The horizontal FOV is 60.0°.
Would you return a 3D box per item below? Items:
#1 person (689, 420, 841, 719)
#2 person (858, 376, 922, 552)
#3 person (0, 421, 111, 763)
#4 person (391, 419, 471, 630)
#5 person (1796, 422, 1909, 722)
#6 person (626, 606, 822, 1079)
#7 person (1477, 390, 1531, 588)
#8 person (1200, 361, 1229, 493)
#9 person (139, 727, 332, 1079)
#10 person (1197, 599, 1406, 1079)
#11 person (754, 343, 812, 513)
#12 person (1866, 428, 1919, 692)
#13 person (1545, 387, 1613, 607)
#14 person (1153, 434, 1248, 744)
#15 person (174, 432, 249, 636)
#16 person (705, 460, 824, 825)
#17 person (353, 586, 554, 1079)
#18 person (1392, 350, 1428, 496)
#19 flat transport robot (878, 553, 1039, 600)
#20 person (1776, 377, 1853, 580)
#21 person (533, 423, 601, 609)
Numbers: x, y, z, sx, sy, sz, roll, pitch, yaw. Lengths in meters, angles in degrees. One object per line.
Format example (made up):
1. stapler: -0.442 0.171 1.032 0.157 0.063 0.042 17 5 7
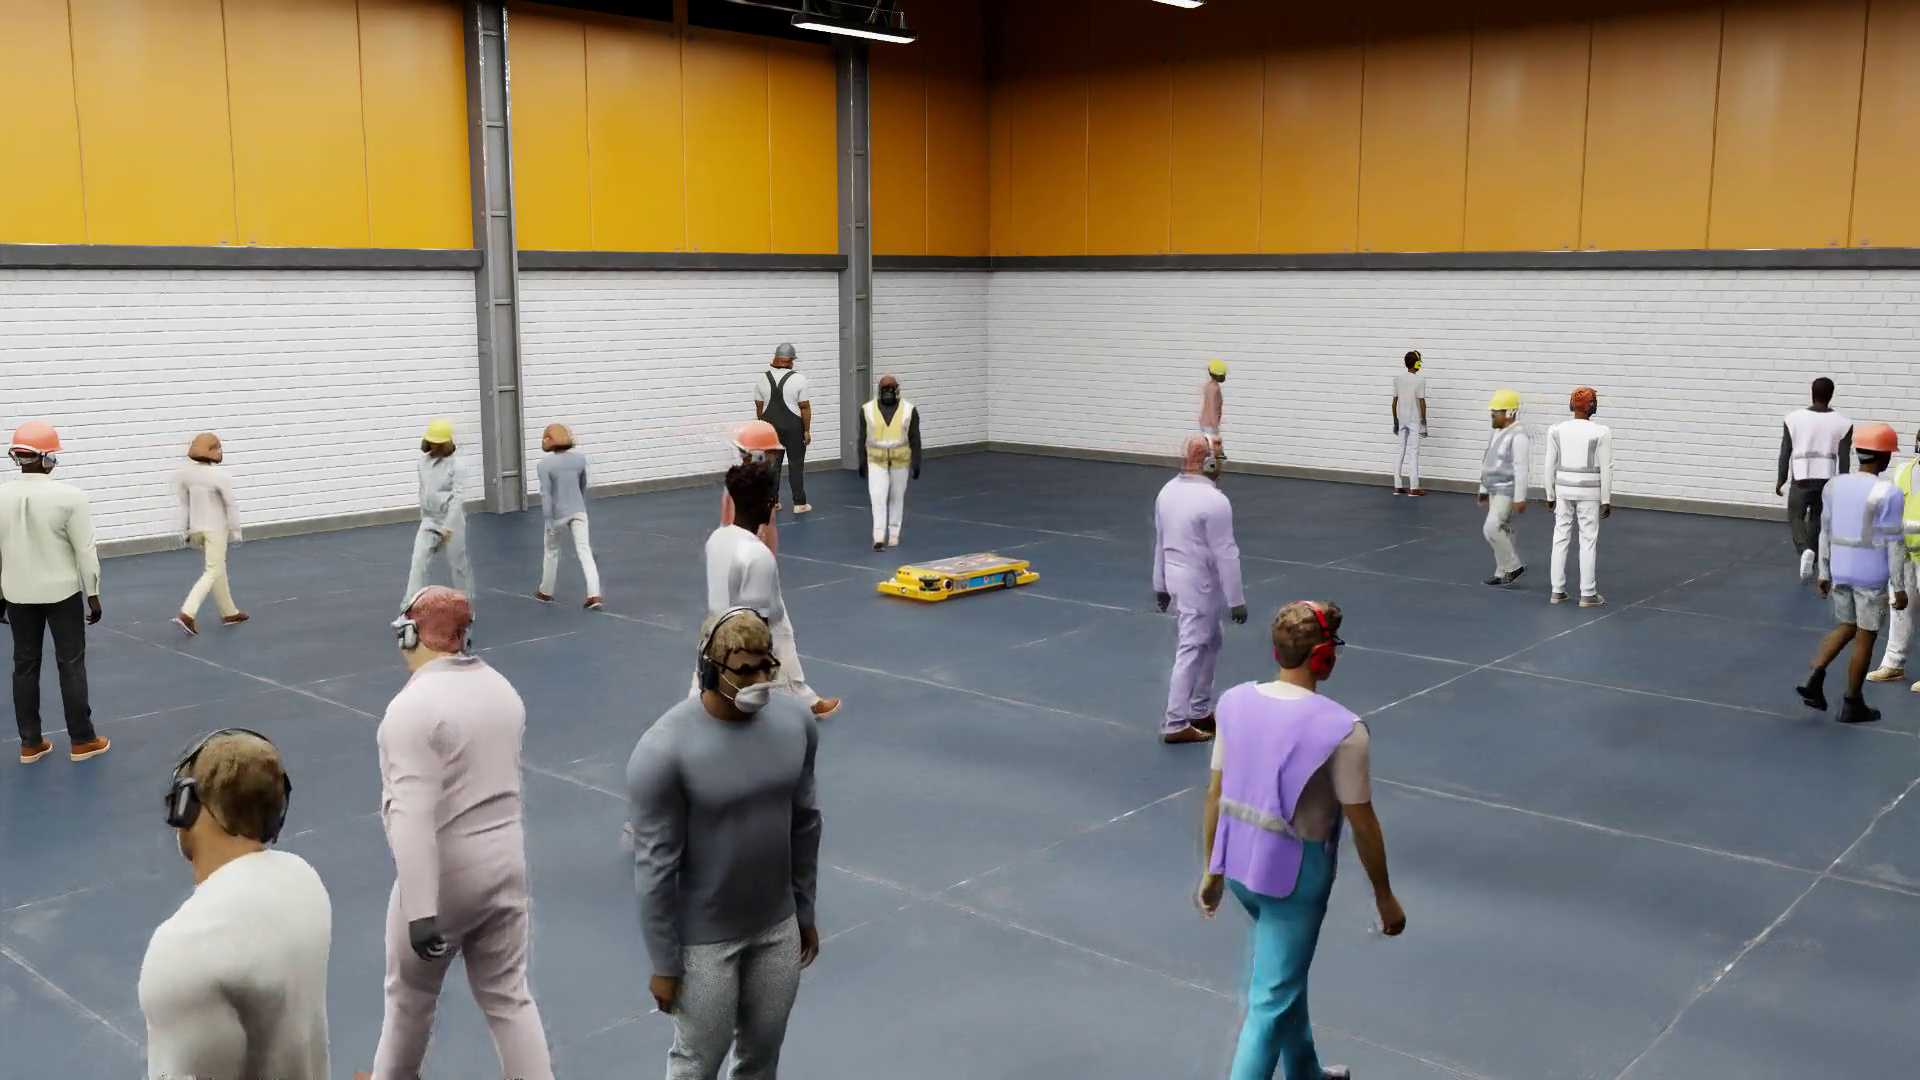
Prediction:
1. person: -1.292 0.221 10.397 1.022 1.947 0.620 -5 10 -28
2. person: -0.722 -0.778 17.105 0.657 1.791 0.942 0 9 -2
3. person: -5.325 0.304 9.695 0.622 1.992 0.395 -1 9 -5
4. person: -4.149 -0.105 13.175 0.505 1.696 0.840 3 10 18
5. person: 5.658 0.215 10.470 0.451 1.922 0.553 -3 10 -18
6. person: -0.655 1.124 4.793 0.391 1.925 0.624 9 13 44
7. person: 4.894 -0.449 15.005 0.426 1.816 0.592 0 9 -1
8. person: 3.278 -1.483 21.784 0.413 1.729 0.626 1 9 8
9. person: -1.438 1.345 3.469 0.527 1.901 0.733 -1 9 -5
10. person: 1.119 1.089 5.348 0.867 1.813 0.575 -6 11 -32
11. person: -2.076 -1.348 19.925 0.689 2.000 0.538 3 10 18
12. person: 6.575 0.112 11.380 0.429 1.843 0.633 -4 10 -25
13. person: 5.312 -0.370 14.281 0.572 1.883 0.356 8 12 41
14. person: 1.516 0.299 10.057 0.663 1.881 0.664 -3 10 -20
15. person: -5.989 -0.062 13.222 0.510 1.600 0.800 3 10 20
16. person: -1.120 0.566 8.234 0.855 1.937 0.618 -6 11 -33
17. person: -1.645 1.080 5.320 0.854 1.843 0.694 4 10 25
18. person: 5.795 -1.500 21.406 0.328 1.874 0.521 -7 12 -39
19. flat transport robot: 0.003 0.318 15.001 0.652 0.197 1.431 9 12 43
20. person: 7.937 -0.565 15.462 0.599 1.899 0.768 3 10 18
21. person: -3.362 -0.206 14.186 0.499 1.582 0.895 -8 12 -41
